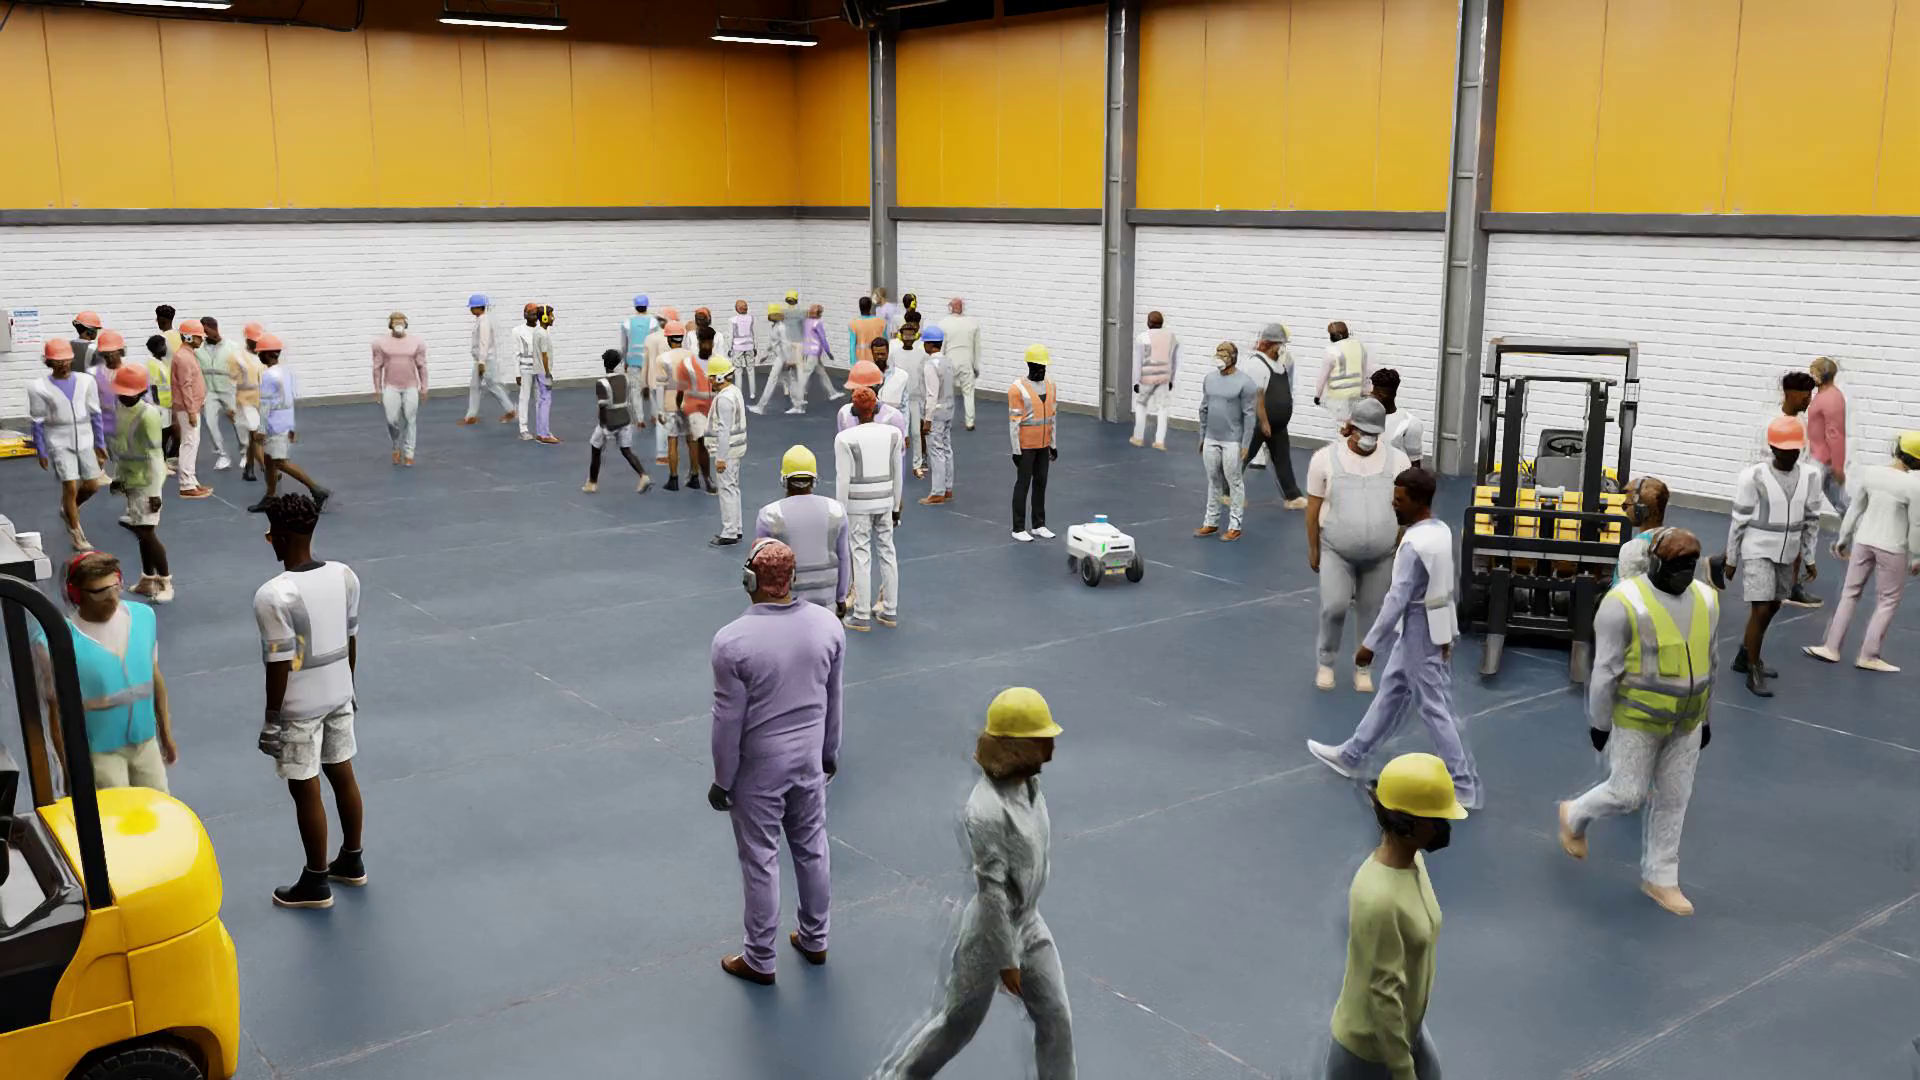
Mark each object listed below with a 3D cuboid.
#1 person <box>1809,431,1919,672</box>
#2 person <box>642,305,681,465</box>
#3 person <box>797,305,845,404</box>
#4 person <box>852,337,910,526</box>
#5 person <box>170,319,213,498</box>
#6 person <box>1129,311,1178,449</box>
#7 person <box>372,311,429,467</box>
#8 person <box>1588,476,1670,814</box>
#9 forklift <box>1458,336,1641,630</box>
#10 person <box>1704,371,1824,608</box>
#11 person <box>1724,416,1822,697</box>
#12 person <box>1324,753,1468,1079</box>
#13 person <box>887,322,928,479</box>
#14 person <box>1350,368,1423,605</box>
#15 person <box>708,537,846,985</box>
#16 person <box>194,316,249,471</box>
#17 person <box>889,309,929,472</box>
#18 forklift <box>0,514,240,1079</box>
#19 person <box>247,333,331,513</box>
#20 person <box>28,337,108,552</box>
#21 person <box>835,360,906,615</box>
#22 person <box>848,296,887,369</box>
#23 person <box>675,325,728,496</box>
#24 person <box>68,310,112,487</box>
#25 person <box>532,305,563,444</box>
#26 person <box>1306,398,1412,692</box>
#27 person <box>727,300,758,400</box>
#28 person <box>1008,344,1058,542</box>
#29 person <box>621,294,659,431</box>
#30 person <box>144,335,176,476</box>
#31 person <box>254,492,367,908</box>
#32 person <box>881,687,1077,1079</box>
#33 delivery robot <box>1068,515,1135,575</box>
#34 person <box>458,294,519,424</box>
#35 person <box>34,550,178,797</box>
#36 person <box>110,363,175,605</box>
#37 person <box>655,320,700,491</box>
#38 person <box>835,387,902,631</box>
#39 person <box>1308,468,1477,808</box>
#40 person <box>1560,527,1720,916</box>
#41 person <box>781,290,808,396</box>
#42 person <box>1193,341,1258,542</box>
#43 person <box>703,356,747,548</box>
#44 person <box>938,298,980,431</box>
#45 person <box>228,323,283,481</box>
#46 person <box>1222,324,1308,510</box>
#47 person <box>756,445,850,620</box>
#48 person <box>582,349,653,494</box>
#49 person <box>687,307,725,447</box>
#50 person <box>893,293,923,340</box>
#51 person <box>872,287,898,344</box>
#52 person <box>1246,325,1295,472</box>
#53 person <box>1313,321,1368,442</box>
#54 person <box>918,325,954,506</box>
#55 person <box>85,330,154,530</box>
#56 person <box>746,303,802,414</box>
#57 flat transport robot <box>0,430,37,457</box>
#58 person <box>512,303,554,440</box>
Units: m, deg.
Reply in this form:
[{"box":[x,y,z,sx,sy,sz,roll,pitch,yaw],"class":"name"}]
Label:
[{"box":[6.441,0.058,11.737,0.369,1.718,0.707,-6,13,-26],"class":"person"},{"box":[-3.691,-1.946,20.803,0.637,1.990,0.439,9,15,36],"class":"person"},{"box":[-2.290,-2.977,26.713,0.903,1.583,0.520,-4,12,-20],"class":"person"},{"box":[-0.801,-1.095,16.818,0.591,1.918,0.383,-2,12,-8],"class":"person"},{"box":[-8.497,-1.456,18.441,0.434,1.977,0.601,-4,12,-17],"class":"person"},{"box":[2.529,-2.130,22.065,0.650,1.814,0.768,-4,12,-17],"class":"person"},{"box":[-6.848,-1.844,20.406,0.652,1.928,0.434,-5,13,-21],"class":"person"},{"box":[3.671,0.565,8.992,0.507,1.843,0.346,-9,14,-36],"class":"person"},{"box":[4.683,-0.471,13.136,1.214,2.155,2.313,4,12,20],"class":"forklift"},{"box":[6.655,-0.433,13.597,0.627,1.933,0.839,-10,15,-40],"class":"person"},{"box":[5.451,0.077,11.259,0.563,1.900,0.705,-1,12,-6],"class":"person"},{"box":[1.253,1.458,4.964,0.894,1.725,0.534,7,14,31],"class":"person"},{"box":[-0.616,-1.635,19.588,0.504,1.859,0.342,-2,12,-8],"class":"person"},{"box":[3.417,-0.416,13.429,0.366,1.962,0.614,-10,15,-40],"class":"person"},{"box":[-0.793,0.930,7.069,0.651,1.907,0.409,-10,15,-40],"class":"person"},{"box":[-8.990,-1.780,20.237,0.646,1.874,0.727,0,12,-1],"class":"person"},{"box":[-0.578,-1.803,20.120,0.606,1.967,0.367,0,12,0],"class":"person"},{"box":[-3.687,1.115,5.480,2.313,2.155,1.214,-9,15,-36],"class":"forklift"},{"box":[-7.081,-1.206,17.404,0.861,1.909,0.544,-1,12,-6],"class":"person"},{"box":[-8.424,-0.914,15.695,0.686,2.025,0.621,10,15,39],"class":"person"},{"box":[-0.730,-0.410,13.222,0.606,2.039,0.395,6,13,27],"class":"person"},{"box":[-1.322,-2.606,24.221,0.587,1.887,0.917,-2,12,-11],"class":"person"},{"box":[-2.944,-1.493,18.799,0.609,1.911,0.966,-7,14,-32],"class":"person"},{"box":[-9.943,-1.608,19.048,0.623,2.028,0.410,4,12,18],"class":"person"},{"box":[-5.585,-2.227,22.434,0.335,1.865,0.501,-5,13,-23],"class":"person"},{"box":[2.671,0.026,11.112,0.684,2.000,0.539,1,12,4],"class":"person"},{"box":[-3.551,-3.099,27.179,0.525,1.639,0.307,-6,13,-26],"class":"person"},{"box":[0.724,-0.941,16.092,0.581,1.919,0.393,-11,16,-42],"class":"person"},{"box":[-4.540,-2.555,23.853,0.614,1.914,0.798,-1,12,-3],"class":"person"},{"box":[-9.575,-1.598,19.852,0.354,1.679,0.568,-2,12,-10],"class":"person"},{"box":[-3.056,0.746,7.810,0.361,1.965,0.613,4,12,18],"class":"person"},{"box":[0.109,1.314,5.698,0.858,1.707,0.478,6,13,27],"class":"person"},{"box":[1.226,0.028,14.481,0.477,0.478,0.707,-5,13,-22],"class":"delivery robot"},{"box":[-6.893,-2.620,24.268,0.891,1.927,0.614,-5,13,-25],"class":"person"},{"box":[-3.787,0.915,7.351,0.572,1.820,0.582,5,13,22],"class":"person"},{"box":[-6.724,-0.468,13.647,0.351,1.996,0.759,-9,15,-37],"class":"person"},{"box":[-3.189,-1.521,18.853,0.552,1.926,0.407,-7,13,-29],"class":"person"},{"box":[-0.703,-0.237,12.765,0.575,1.883,0.362,-7,14,-30],"class":"person"},{"box":[2.435,0.523,9.168,1.016,1.864,0.607,6,13,26],"class":"person"},{"box":[3.240,0.809,7.886,0.631,1.823,0.682,-3,12,-16],"class":"person"},{"box":[-2.787,-3.284,27.760,0.523,1.769,0.319,1,12,4],"class":"person"},{"box":[2.565,-0.956,16.098,0.372,1.940,0.627,-11,16,-43],"class":"person"},{"box":[-2.236,-0.843,15.857,0.403,1.817,0.601,0,12,0],"class":"person"},{"box":[-0.061,-2.495,23.740,0.730,1.878,0.794,-5,13,-21],"class":"person"},{"box":[-8.110,-1.567,19.206,1.033,1.867,0.560,10,15,40],"class":"person"},{"box":[3.245,-1.325,17.636,1.010,2.000,0.693,10,15,40],"class":"person"},{"box":[-0.961,0.335,10.119,0.588,1.834,0.403,-5,13,-21],"class":"person"},{"box":[-3.852,-1.316,18.562,0.830,1.639,0.520,8,14,35],"class":"person"},{"box":[-3.341,-2.111,21.839,0.579,1.879,0.352,6,13,26],"class":"person"},{"box":[-0.771,-2.788,25.134,0.513,1.863,0.329,4,12,19],"class":"person"},{"box":[-1.192,-3.042,26.270,0.730,1.896,0.658,-4,12,-19],"class":"person"},{"box":[3.689,-1.700,20.078,0.626,1.790,0.478,-1,12,-7],"class":"person"},{"box":[4.652,-1.794,20.481,0.664,1.809,0.578,-8,14,-34],"class":"person"},{"box":[-0.264,-1.341,17.939,0.404,1.945,0.615,4,12,19],"class":"person"},{"box":[-8.441,-1.100,16.687,0.633,1.985,1.046,-3,12,-13],"class":"person"},{"box":[-2.827,-2.741,25.303,0.925,1.691,0.486,-3,12,-14],"class":"person"},{"box":[-12.541,-1.264,21.635,1.431,0.197,0.652,11,16,43],"class":"flat transport robot"},{"box":[-5.853,-2.310,22.804,0.574,1.876,0.355,-11,16,-42],"class":"person"}]
